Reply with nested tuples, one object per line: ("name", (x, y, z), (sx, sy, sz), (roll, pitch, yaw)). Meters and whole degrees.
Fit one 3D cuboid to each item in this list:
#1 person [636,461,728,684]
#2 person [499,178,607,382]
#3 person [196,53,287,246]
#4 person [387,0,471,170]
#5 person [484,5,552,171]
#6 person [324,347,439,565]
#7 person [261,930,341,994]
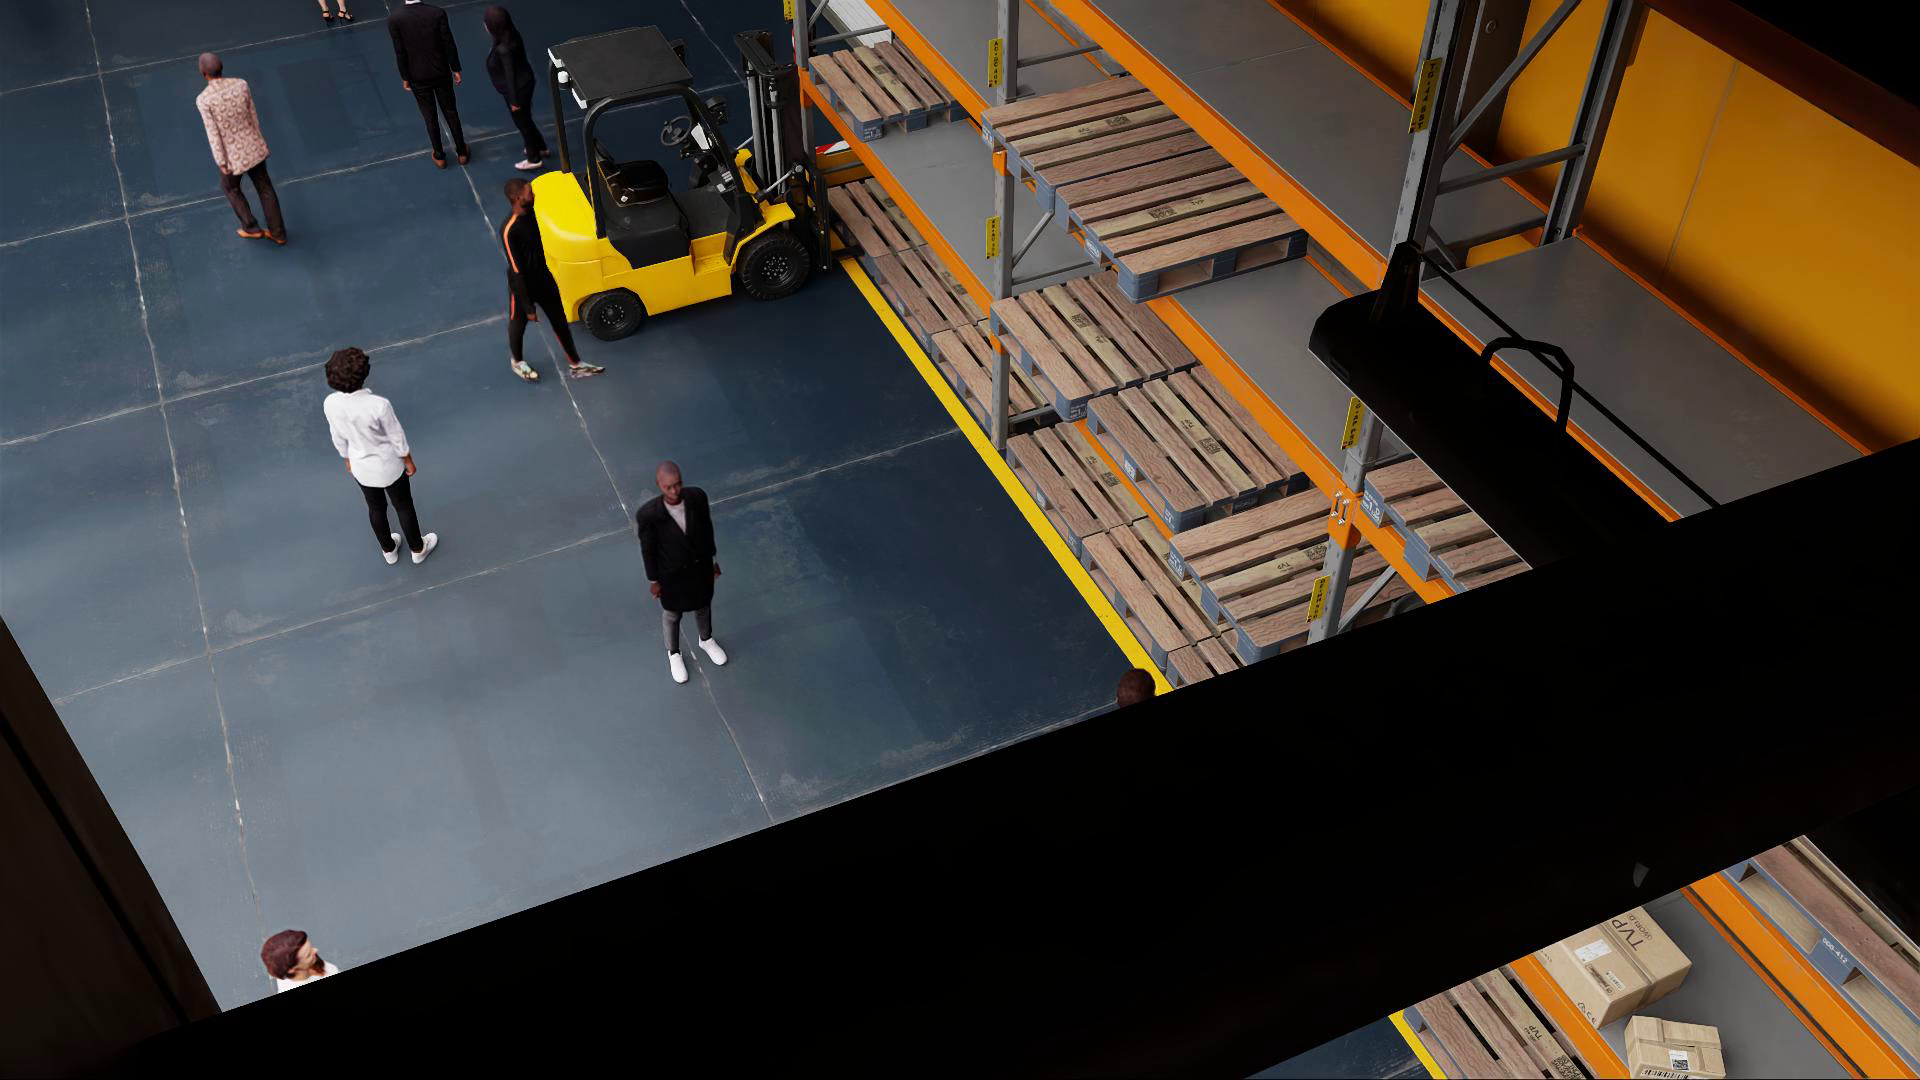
("person", (-1.789, 0.168, 10.734), (0.671, 1.761, 0.583), (-23, 48, -23))
("person", (-3.450, -2.027, 13.028), (1.179, 1.773, 1.103), (19, 47, 19))
("person", (-6.168, -3.325, 14.382), (0.881, 1.786, 0.846), (29, 51, 27))
("person", (-4.915, -4.335, 15.374), (0.710, 1.881, 0.552), (-15, 46, -15))
("person", (-4.090, -4.199, 15.427), (0.755, 1.610, 0.648), (-7, 44, -7))
("person", (-4.027, -0.559, 11.463), (0.718, 1.809, 0.712), (2, 44, 2))
("person", (-3.125, 2.495, 8.267), (0.697, 1.795, 0.492), (-24, 49, -23))
